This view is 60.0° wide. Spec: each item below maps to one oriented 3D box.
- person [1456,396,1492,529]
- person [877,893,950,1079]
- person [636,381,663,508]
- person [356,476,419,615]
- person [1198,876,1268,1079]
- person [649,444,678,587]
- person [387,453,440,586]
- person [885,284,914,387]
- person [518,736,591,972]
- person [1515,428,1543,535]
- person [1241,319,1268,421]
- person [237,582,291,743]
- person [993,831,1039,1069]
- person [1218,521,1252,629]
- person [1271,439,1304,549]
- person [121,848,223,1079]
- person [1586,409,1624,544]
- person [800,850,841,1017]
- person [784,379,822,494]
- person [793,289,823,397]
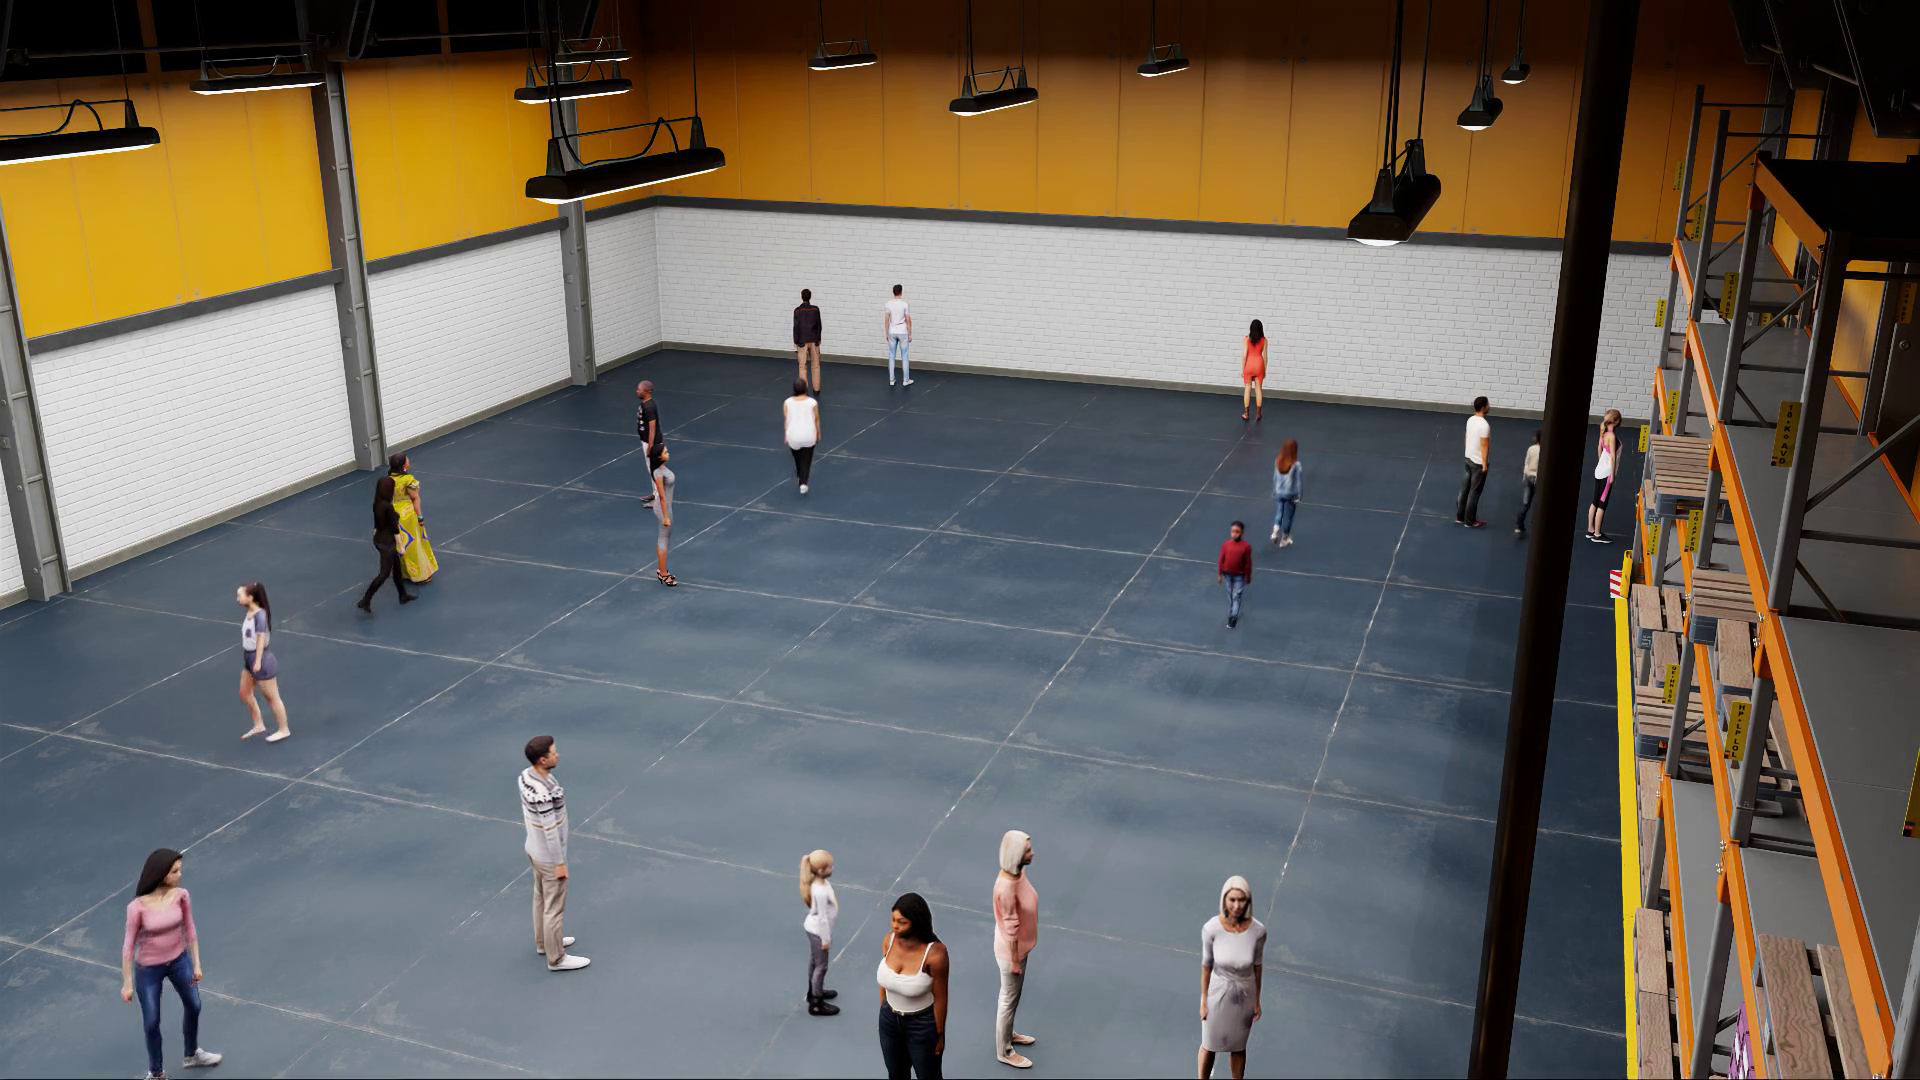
[{"bbox_3d":[7.006,-1.077,22.621,0.782,1.802,0.668,-4,19,-12],"label":"person"},{"bbox_3d":[-0.292,3.022,10.439,0.705,1.809,0.684,12,22,32],"label":"person"},{"bbox_3d":[-4.365,-1.369,23.484,0.815,1.804,0.716,-5,19,-14],"label":"person"},{"bbox_3d":[-6.776,0.089,19.454,0.891,1.613,1.129,17,25,41],"label":"person"},{"bbox_3d":[1.734,2.952,10.736,0.629,1.752,0.623,-1,19,-2],"label":"person"},{"bbox_3d":[-3.648,-0.321,20.407,0.721,1.781,0.611,-3,19,-9],"label":"person"},{"bbox_3d":[-6.820,-0.277,20.468,0.879,1.660,0.802,9,21,25],"label":"person"},{"bbox_3d":[-1.134,-3.772,30.547,0.663,1.850,0.561,5,19,14],"label":"person"},{"bbox_3d":[-3.094,2.319,12.442,0.798,1.862,0.764,-11,21,-29],"label":"person"},{"bbox_3d":[7.663,-0.748,22.227,0.774,1.429,1.052,16,24,39],"label":"person"},{"bbox_3d":[4.972,-2.888,28.127,0.645,1.718,0.627,0,19,1],"label":"person"},{"bbox_3d":[-6.719,1.175,16.189,0.783,1.638,0.735,-16,24,-39],"label":"person"},{"bbox_3d":[0.362,2.757,11.355,0.704,1.726,0.534,2,19,7],"label":"person"},{"bbox_3d":[3.192,0.365,19.232,0.570,1.233,0.891,9,21,24],"label":"person"},{"bbox_3d":[4.219,-0.590,21.698,0.677,1.468,0.716,15,24,38],"label":"person"},{"bbox_3d":[-5.368,2.856,11.062,0.652,1.725,0.864,-11,22,-30],"label":"person"},{"bbox_3d":[8.525,-0.861,22.001,0.731,1.788,0.583,0,19,-1],"label":"person"},{"bbox_3d":[-1.022,2.798,11.939,0.621,1.276,0.543,-4,19,-12],"label":"person"},{"bbox_3d":[-2.297,-1.471,24.032,0.800,1.649,1.148,3,19,8],"label":"person"},{"bbox_3d":[-2.726,-3.538,29.734,0.790,1.925,0.834,-7,20,-20],"label":"person"}]
